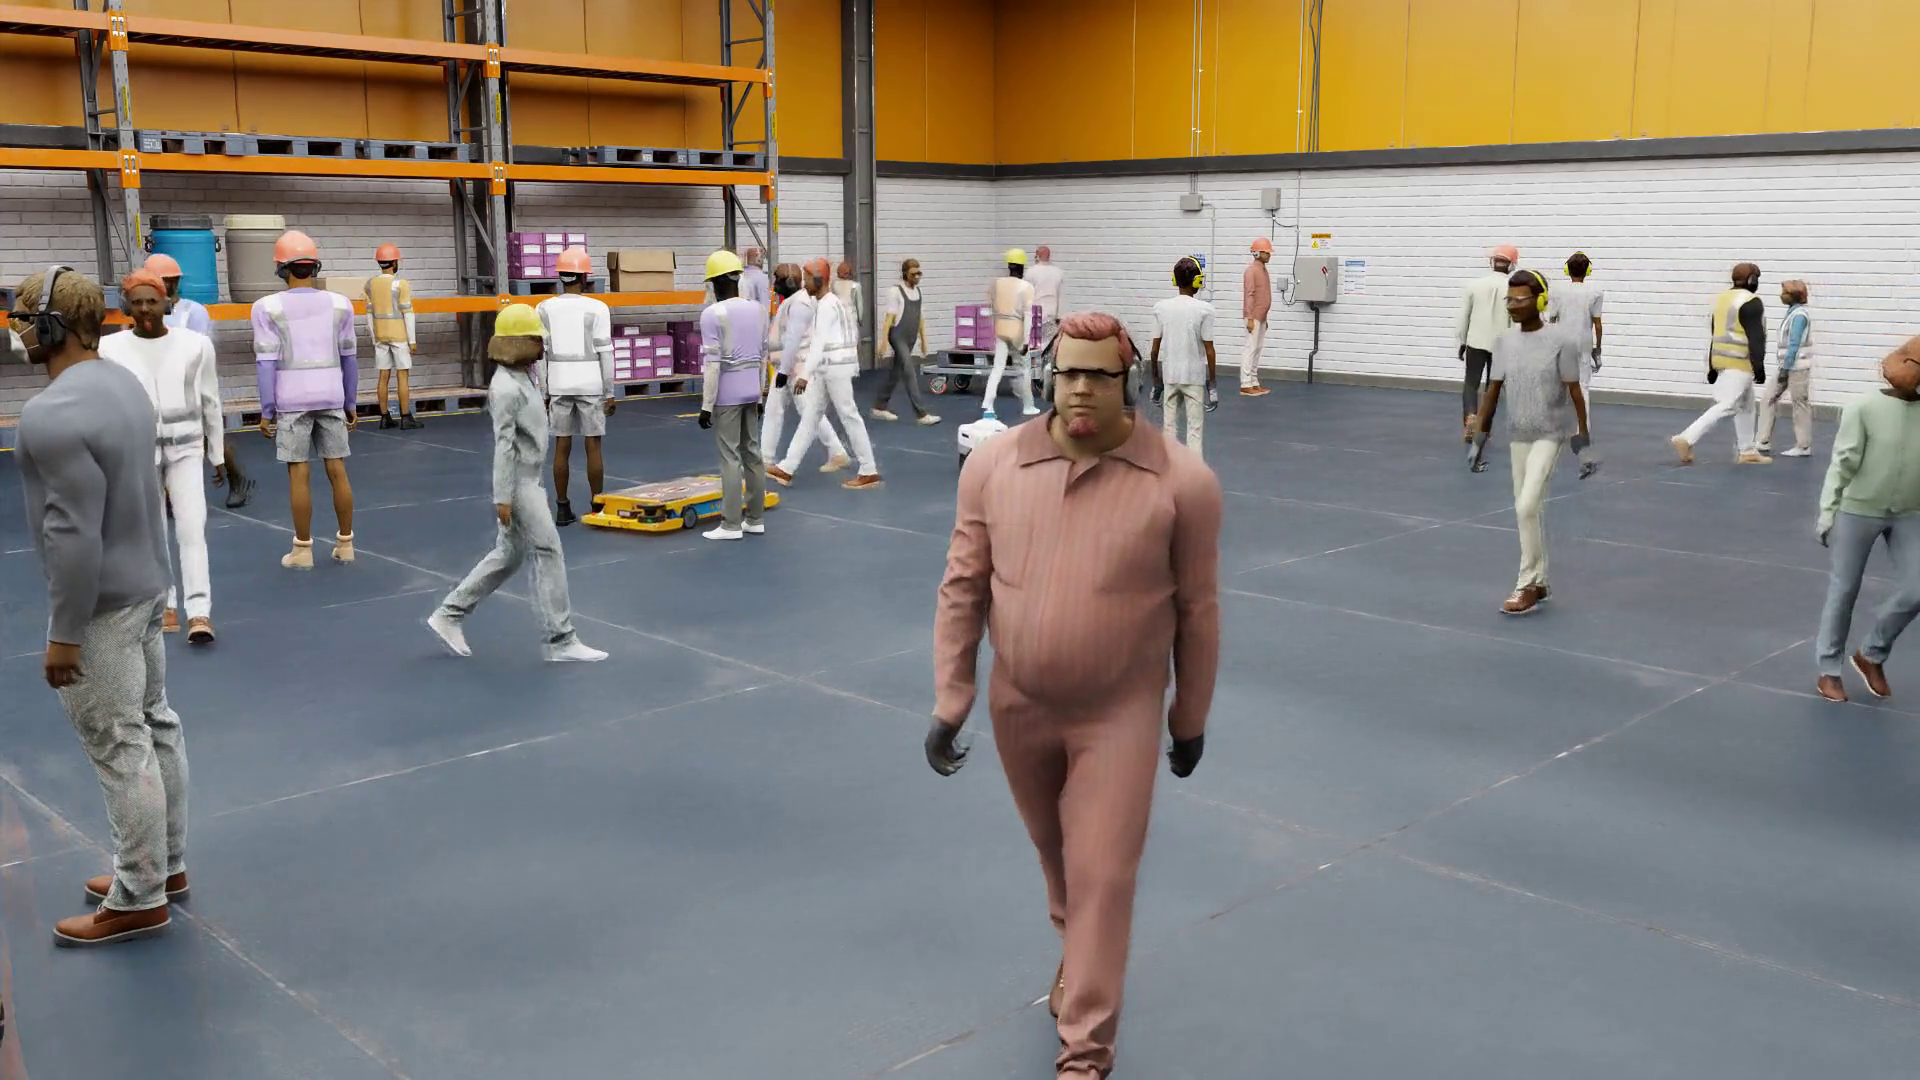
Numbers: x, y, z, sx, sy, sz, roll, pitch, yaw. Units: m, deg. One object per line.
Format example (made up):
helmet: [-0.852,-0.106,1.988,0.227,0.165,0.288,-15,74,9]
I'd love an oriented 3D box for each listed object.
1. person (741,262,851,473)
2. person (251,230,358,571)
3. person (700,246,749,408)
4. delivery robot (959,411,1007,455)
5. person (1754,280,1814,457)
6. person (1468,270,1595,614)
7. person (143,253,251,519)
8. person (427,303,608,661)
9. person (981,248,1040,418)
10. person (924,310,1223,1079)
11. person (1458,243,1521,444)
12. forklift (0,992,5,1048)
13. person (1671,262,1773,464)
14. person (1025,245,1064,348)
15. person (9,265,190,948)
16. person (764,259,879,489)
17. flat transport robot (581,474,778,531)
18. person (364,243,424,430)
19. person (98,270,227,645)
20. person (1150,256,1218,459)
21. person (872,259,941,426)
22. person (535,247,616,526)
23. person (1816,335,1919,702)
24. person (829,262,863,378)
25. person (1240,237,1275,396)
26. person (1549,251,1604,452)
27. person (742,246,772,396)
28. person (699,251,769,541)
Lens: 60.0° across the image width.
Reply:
person: [-1.379,-1.450,14.123,0.922,1.805,0.626,-3,11,-18]
person: [-3.951,-0.834,10.073,0.608,2.048,0.365,-9,14,-41]
person: [-2.737,-2.538,19.778,0.637,1.909,0.963,9,13,39]
delivery robot: [0.240,-0.835,13.896,0.477,0.478,0.707,-3,11,-18]
person: [7.503,-1.566,15.216,0.699,1.607,0.537,3,11,14]
person: [3.029,-0.512,8.894,0.743,1.835,0.595,-7,13,-35]
person: [-5.577,-1.111,12.004,0.553,1.906,0.924,2,11,13]
person: [-2.135,-0.259,7.853,0.805,1.717,0.493,-1,10,-4]
person: [0.554,-2.295,18.500,0.589,1.885,0.971,6,12,29]
person: [0.273,0.385,3.974,0.643,1.856,1.012,4,11,21]
person: [5.101,-1.877,16.026,0.628,1.955,0.872,4,11,22]
forklift: [-3.245,0.323,3.363,2.313,2.155,1.214,2,11,13]
person: [6.761,-1.541,14.643,0.881,1.801,0.610,1,10,4]
person: [1.173,-3.141,23.079,0.656,1.888,0.597,-7,13,-35]
person: [-2.464,0.194,4.764,0.379,1.940,0.629,-1,10,-8]
person: [-1.124,-1.306,13.223,1.019,1.820,0.596,-2,11,-10]
flat transport robot: [-1.981,-0.279,11.893,0.652,0.197,1.431,6,12,29]
person: [-5.907,-2.113,17.337,0.545,1.942,0.350,3,11,16]
person: [-3.946,-0.390,8.207,0.604,1.836,0.952,-5,12,-25]
person: [1.646,-1.132,12.187,0.535,1.869,0.314,6,12,31]
person: [-0.596,-2.126,17.886,0.986,1.784,0.571,7,13,34]
person: [-2.663,-1.056,11.585,0.552,1.936,0.358,1,10,6]
person: [3.958,-0.083,7.164,0.603,1.613,0.385,1,10,6]
person: [-1.631,-3.112,23.609,0.517,1.641,0.308,1,10,4]
person: [3.783,-2.831,21.104,0.396,1.993,0.617,6,12,28]
person: [5.730,-1.745,15.522,0.508,1.874,0.329,5,11,24]
person: [-2.576,-2.706,20.722,0.519,1.891,0.646,-9,14,-42]
person: [-1.519,-0.953,11.069,0.373,1.920,0.585,7,12,33]
